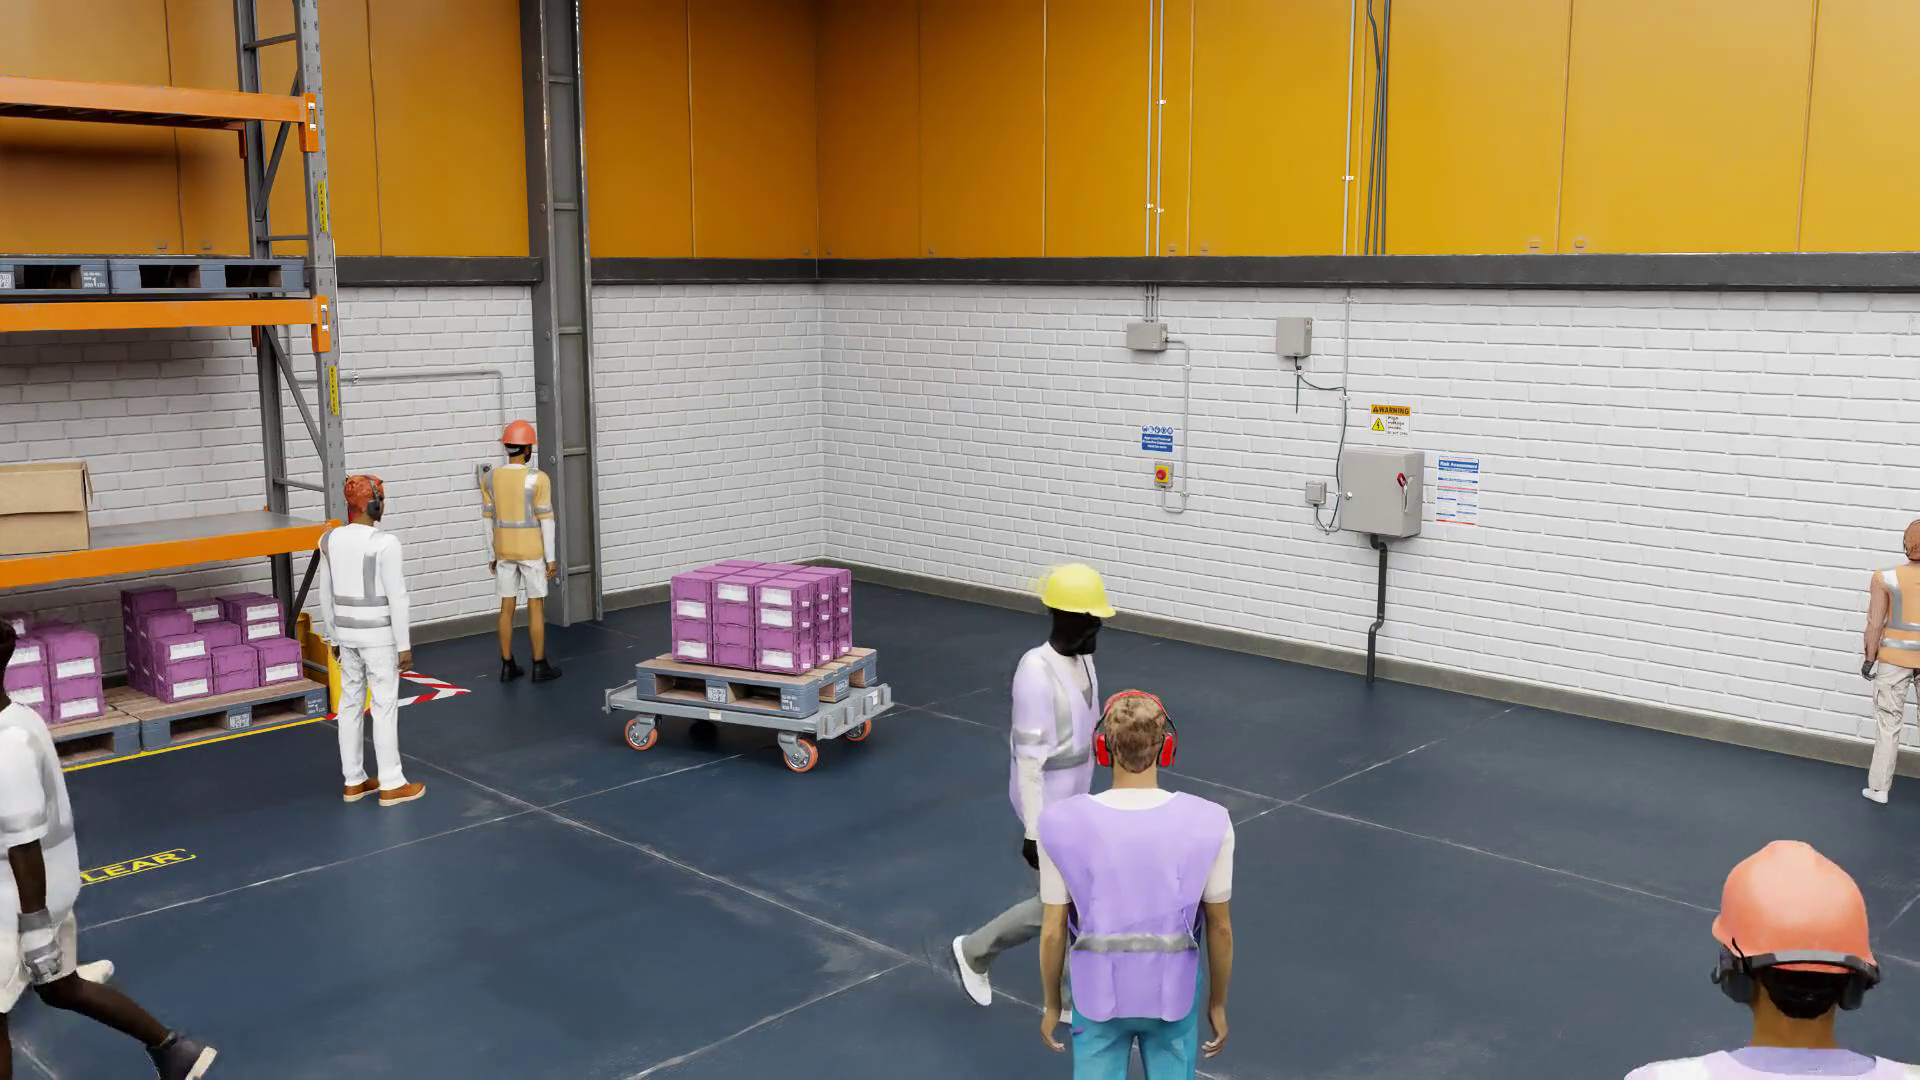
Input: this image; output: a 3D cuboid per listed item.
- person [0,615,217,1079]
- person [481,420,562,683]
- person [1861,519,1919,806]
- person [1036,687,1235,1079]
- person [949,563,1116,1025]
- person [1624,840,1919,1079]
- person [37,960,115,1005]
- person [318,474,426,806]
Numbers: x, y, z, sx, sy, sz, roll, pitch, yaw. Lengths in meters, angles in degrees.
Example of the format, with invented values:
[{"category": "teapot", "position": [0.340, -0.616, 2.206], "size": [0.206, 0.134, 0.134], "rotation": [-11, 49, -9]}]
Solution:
[{"category": "person", "position": [-3.074, 1.170, 5.612], "size": [0.915, 1.936, 0.610], "rotation": [-5, 10, -27]}, {"category": "person", "position": [-3.215, 0.084, 12.225], "size": [0.551, 1.934, 0.373], "rotation": [2, 9, 12]}, {"category": "person", "position": [5.362, 0.700, 9.359], "size": [0.522, 1.639, 0.305], "rotation": [3, 10, 17]}, {"category": "person", "position": [0.500, 1.341, 4.800], "size": [0.567, 1.846, 0.389], "rotation": [0, 9, 1]}, {"category": "person", "position": [0.326, 1.018, 6.592], "size": [0.635, 1.908, 0.598], "rotation": [4, 10, 25]}, {"category": "person", "position": [1.456, 1.545, 2.977], "size": [0.623, 2.033, 0.555], "rotation": [2, 9, 10]}, {"category": "person", "position": [-3.925, 1.039, 6.737], "size": [0.865, 1.812, 0.533], "rotation": [-7, 12, -37]}, {"category": "person", "position": [-3.352, 0.567, 9.434], "size": [0.576, 1.881, 0.352], "rotation": [4, 10, 24]}]
